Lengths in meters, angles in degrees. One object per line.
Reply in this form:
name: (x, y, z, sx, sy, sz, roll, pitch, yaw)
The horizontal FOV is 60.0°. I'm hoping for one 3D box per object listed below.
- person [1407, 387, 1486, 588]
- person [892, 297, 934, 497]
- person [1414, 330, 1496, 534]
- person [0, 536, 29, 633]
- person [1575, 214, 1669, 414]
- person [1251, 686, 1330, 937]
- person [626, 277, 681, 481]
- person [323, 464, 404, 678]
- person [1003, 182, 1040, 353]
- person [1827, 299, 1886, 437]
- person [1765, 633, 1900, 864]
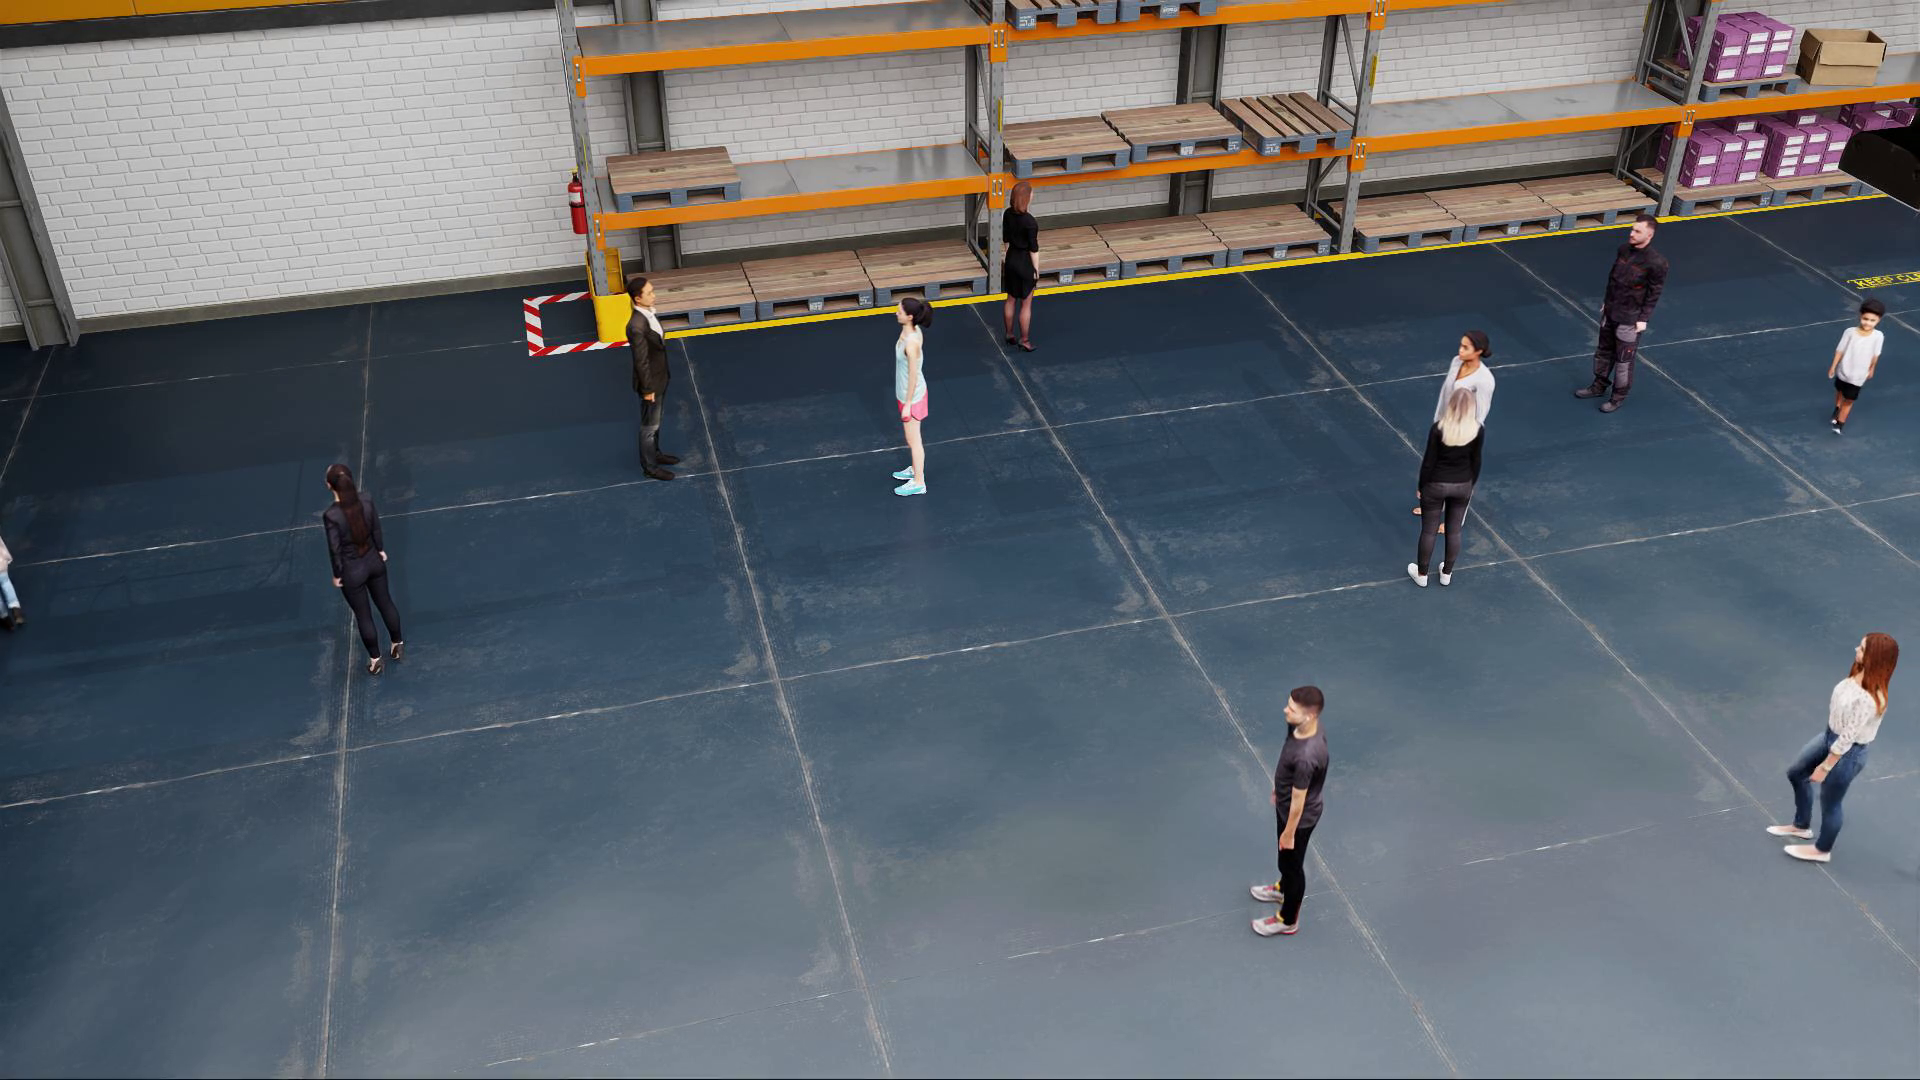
person: (3.686, -0.390, 12.589, 0.558, 1.687, 0.716, 0, 34, 0)
person: (-0.412, -1.194, 13.727, 0.645, 1.765, 0.648, -1, 34, -2)
person: (3.997, -0.890, 13.296, 0.590, 1.736, 0.675, -15, 36, -21)
person: (-7.109, 0.186, 12.174, 0.649, 1.187, 0.577, 29, 43, 36)
person: (5.997, -2.068, 14.959, 0.682, 1.857, 0.759, -15, 37, -22)
person: (1.942, 1.544, 9.609, 0.674, 1.763, 0.700, 3, 34, 4)
person: (-2.609, -1.374, 13.964, 0.640, 1.804, 0.741, 0, 34, 1)
person: (-4.200, 0.200, 11.678, 0.701, 1.712, 0.621, 21, 39, 29)
person: (0.578, -2.611, 15.913, 0.646, 1.706, 0.656, -27, 42, -34)
person: (7.942, -1.561, 14.765, 0.814, 1.228, 0.909, 21, 39, 28)
person: (5.409, 1.295, 10.026, 0.739, 1.716, 0.696, 9, 35, 14)
